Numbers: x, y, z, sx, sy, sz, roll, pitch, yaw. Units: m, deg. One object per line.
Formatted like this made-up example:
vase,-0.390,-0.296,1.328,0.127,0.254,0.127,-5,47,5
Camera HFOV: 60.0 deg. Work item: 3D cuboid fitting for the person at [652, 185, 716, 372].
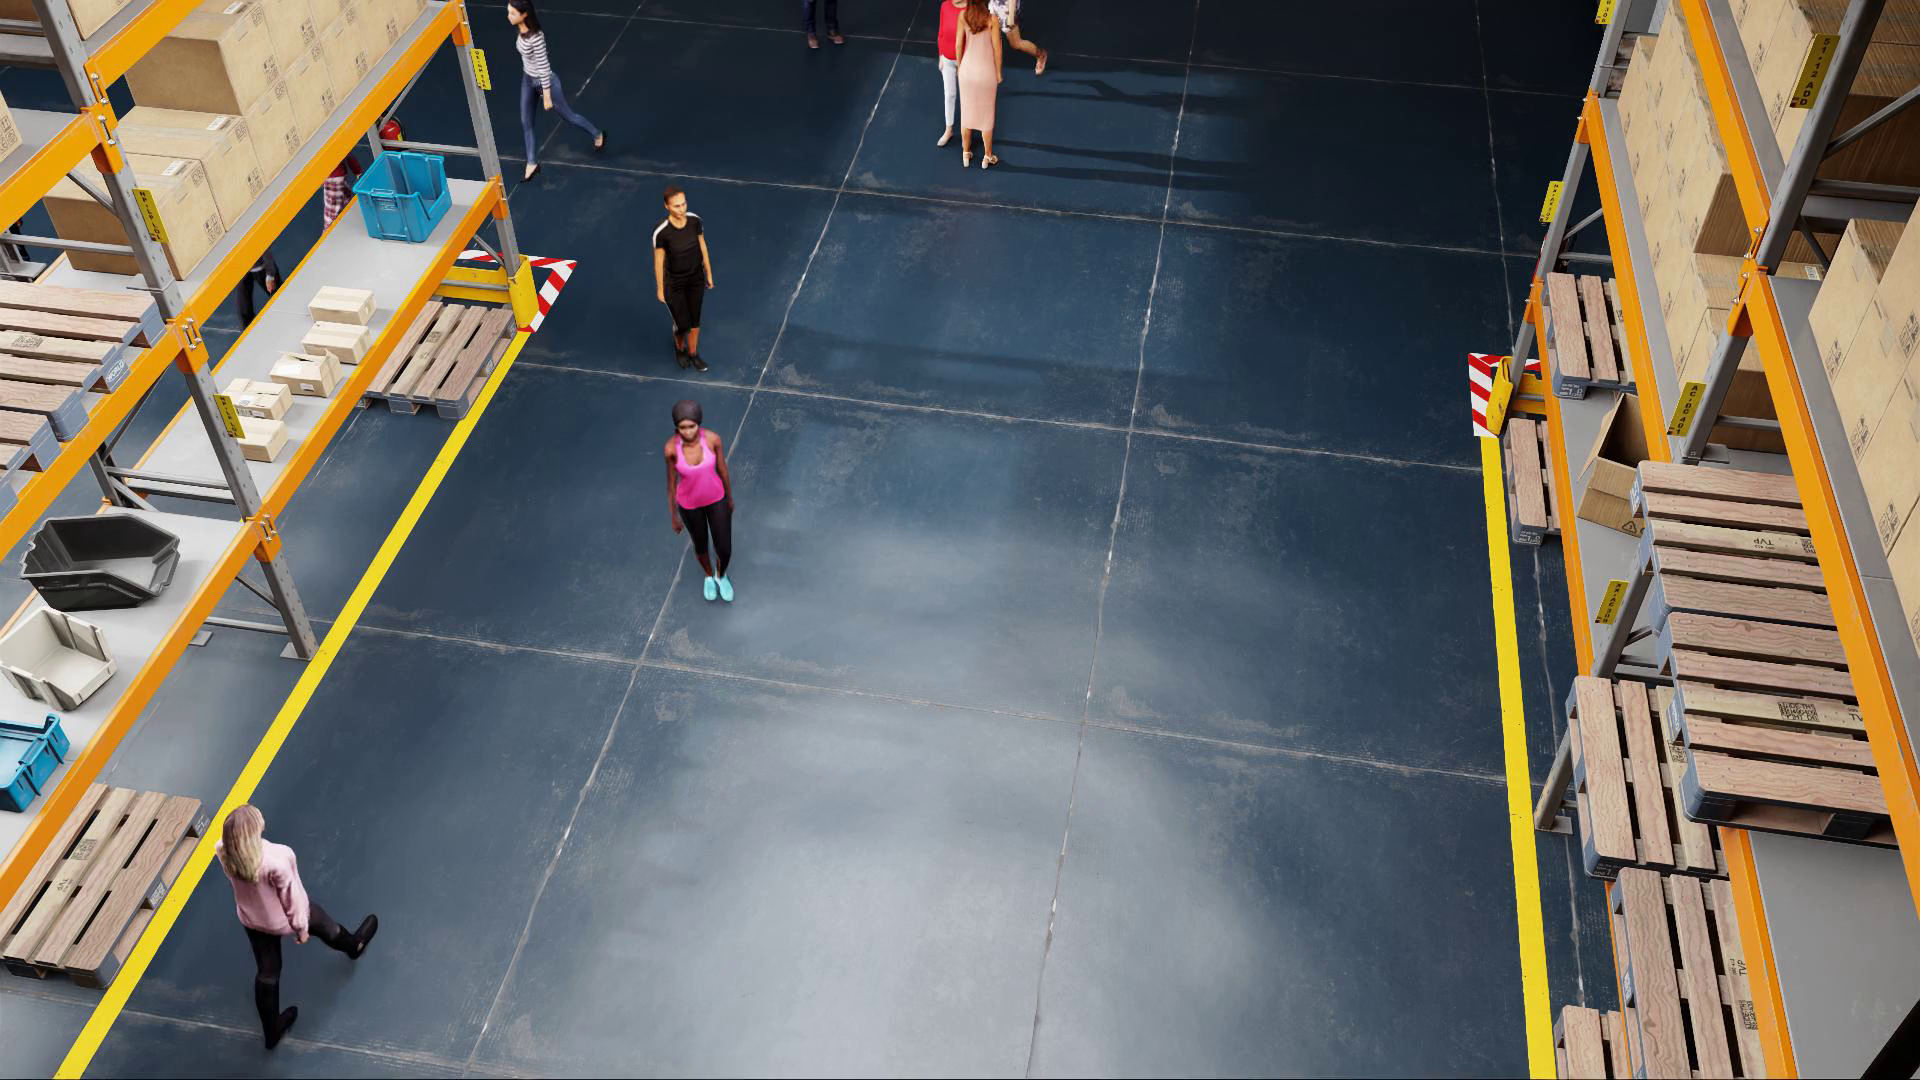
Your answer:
person,-2.208,-2.067,12.994,0.702,1.659,0.771,-29,50,-27

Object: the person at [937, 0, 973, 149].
person,-0.004,-4.470,15.491,0.557,1.695,0.538,11,45,11

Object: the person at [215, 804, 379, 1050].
person,-3.635,2.030,8.708,0.691,1.640,1.131,11,45,12

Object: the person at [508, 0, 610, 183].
person,-3.686,-4.102,15.071,1.200,1.742,1.115,-27,50,-26

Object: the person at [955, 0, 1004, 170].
person,0.160,-4.240,15.152,0.626,1.831,0.580,16,46,16

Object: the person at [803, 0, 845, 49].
person,-1.449,-5.936,16.924,0.865,1.841,0.894,-19,47,-19

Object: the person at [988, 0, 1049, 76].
person,0.518,-5.233,16.281,1.107,1.710,1.080,-23,48,-22

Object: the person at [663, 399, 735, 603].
person,-1.728,-0.305,11.108,0.675,1.711,0.716,-8,44,-8
